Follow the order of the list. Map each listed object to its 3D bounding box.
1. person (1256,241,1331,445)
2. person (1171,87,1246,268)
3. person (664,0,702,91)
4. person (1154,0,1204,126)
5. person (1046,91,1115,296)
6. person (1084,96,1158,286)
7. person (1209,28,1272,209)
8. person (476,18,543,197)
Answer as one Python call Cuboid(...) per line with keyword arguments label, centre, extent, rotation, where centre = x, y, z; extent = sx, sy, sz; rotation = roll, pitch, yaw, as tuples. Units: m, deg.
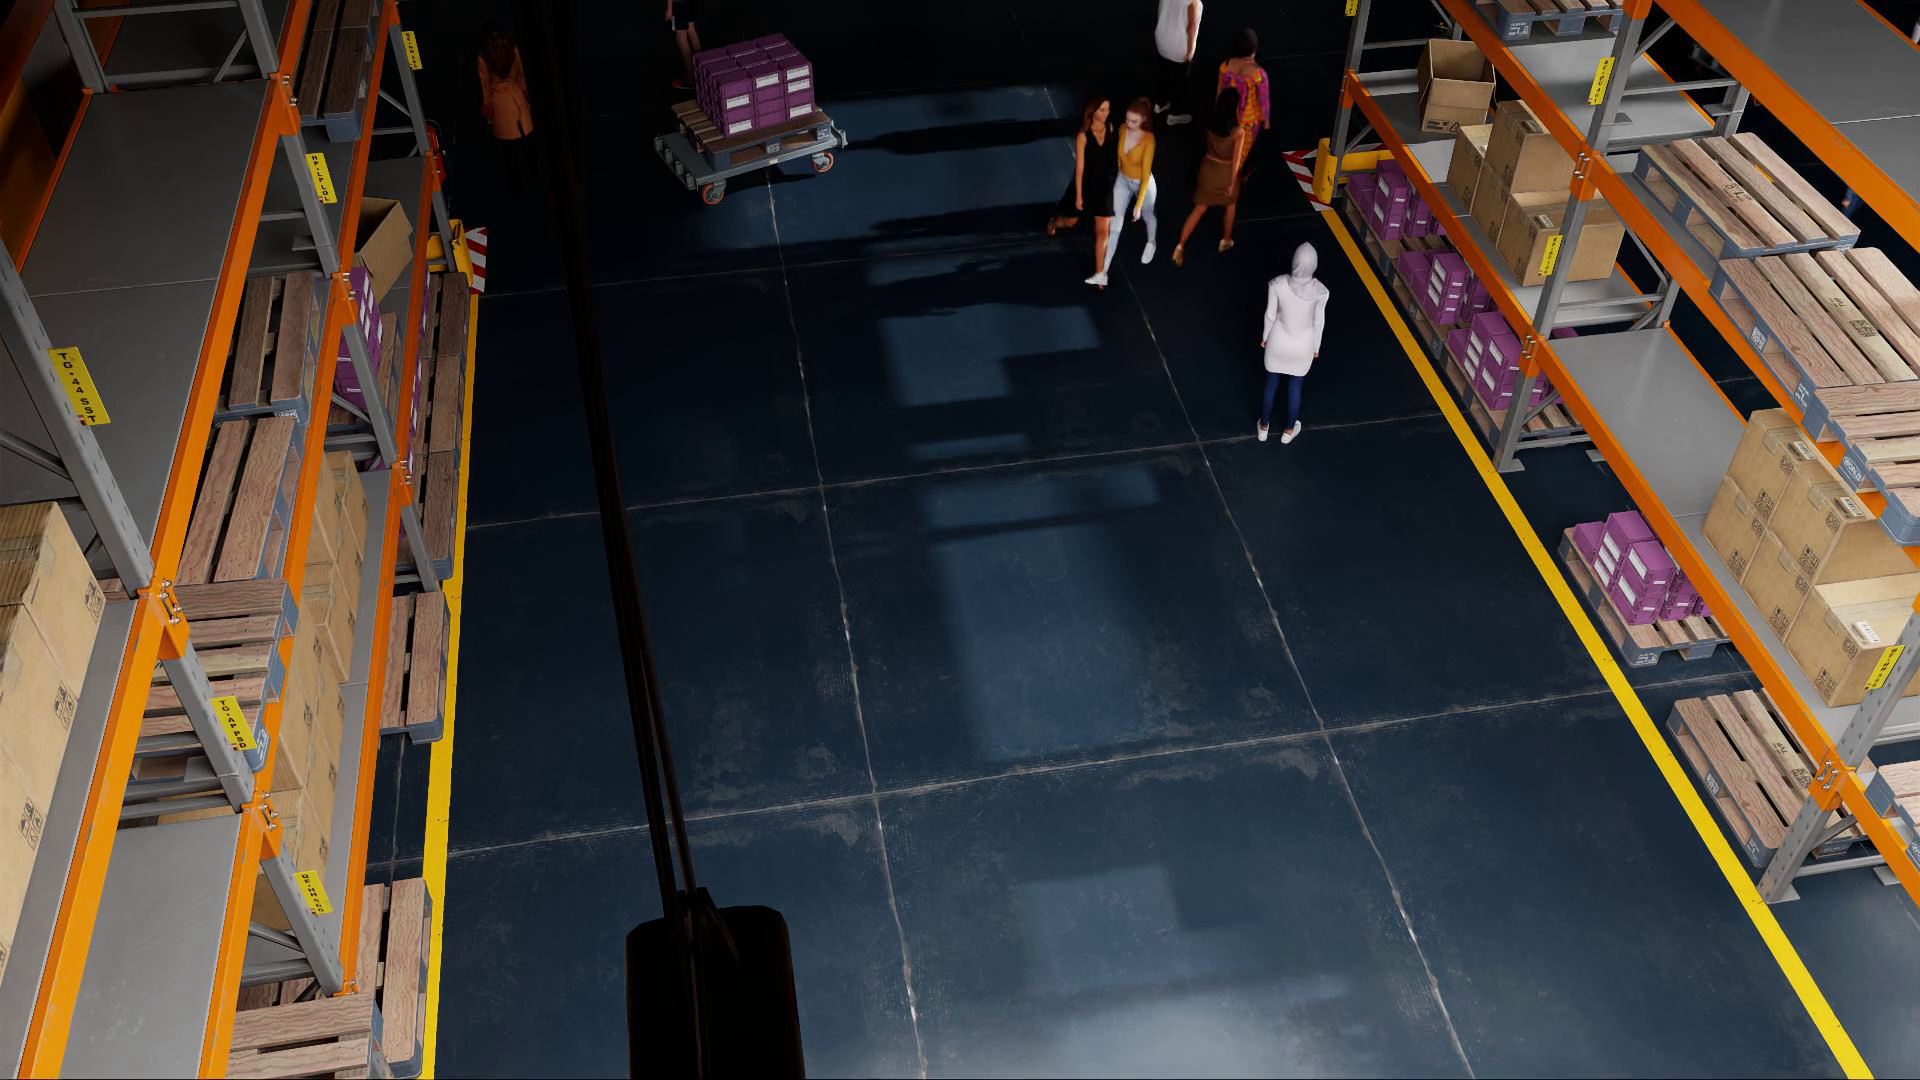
Cuboid(label="person", centre=(2.500, -1.477, 12.600), extent=(0.686, 1.775, 0.681), rotation=(12, 45, 13))
Cuboid(label="person", centre=(2.169, -3.087, 14.377), extent=(1.029, 1.655, 1.042), rotation=(28, 50, 26))
Cuboid(label="person", centre=(-2.812, -5.442, 16.706), extent=(0.791, 1.852, 0.650), rotation=(12, 45, 12))
Cuboid(label="person", centre=(2.124, -4.896, 16.253), extent=(0.824, 1.687, 0.718), rotation=(-25, 49, -24))
Cuboid(label="person", centre=(1.035, -2.990, 14.166), extent=(0.895, 1.805, 1.203), rotation=(-25, 49, -24))
Cuboid(label="person", centre=(1.556, -3.034, 14.298), extent=(1.194, 1.686, 1.162), rotation=(29, 51, 27))
Cuboid(label="person", centre=(2.515, -3.816, 15.147), extent=(1.209, 1.649, 1.175), rotation=(32, 52, 29))
Cuboid(label="person", centre=(-4.149, -3.974, 15.260), extent=(0.788, 1.720, 0.780), rotation=(-30, 51, -28))
